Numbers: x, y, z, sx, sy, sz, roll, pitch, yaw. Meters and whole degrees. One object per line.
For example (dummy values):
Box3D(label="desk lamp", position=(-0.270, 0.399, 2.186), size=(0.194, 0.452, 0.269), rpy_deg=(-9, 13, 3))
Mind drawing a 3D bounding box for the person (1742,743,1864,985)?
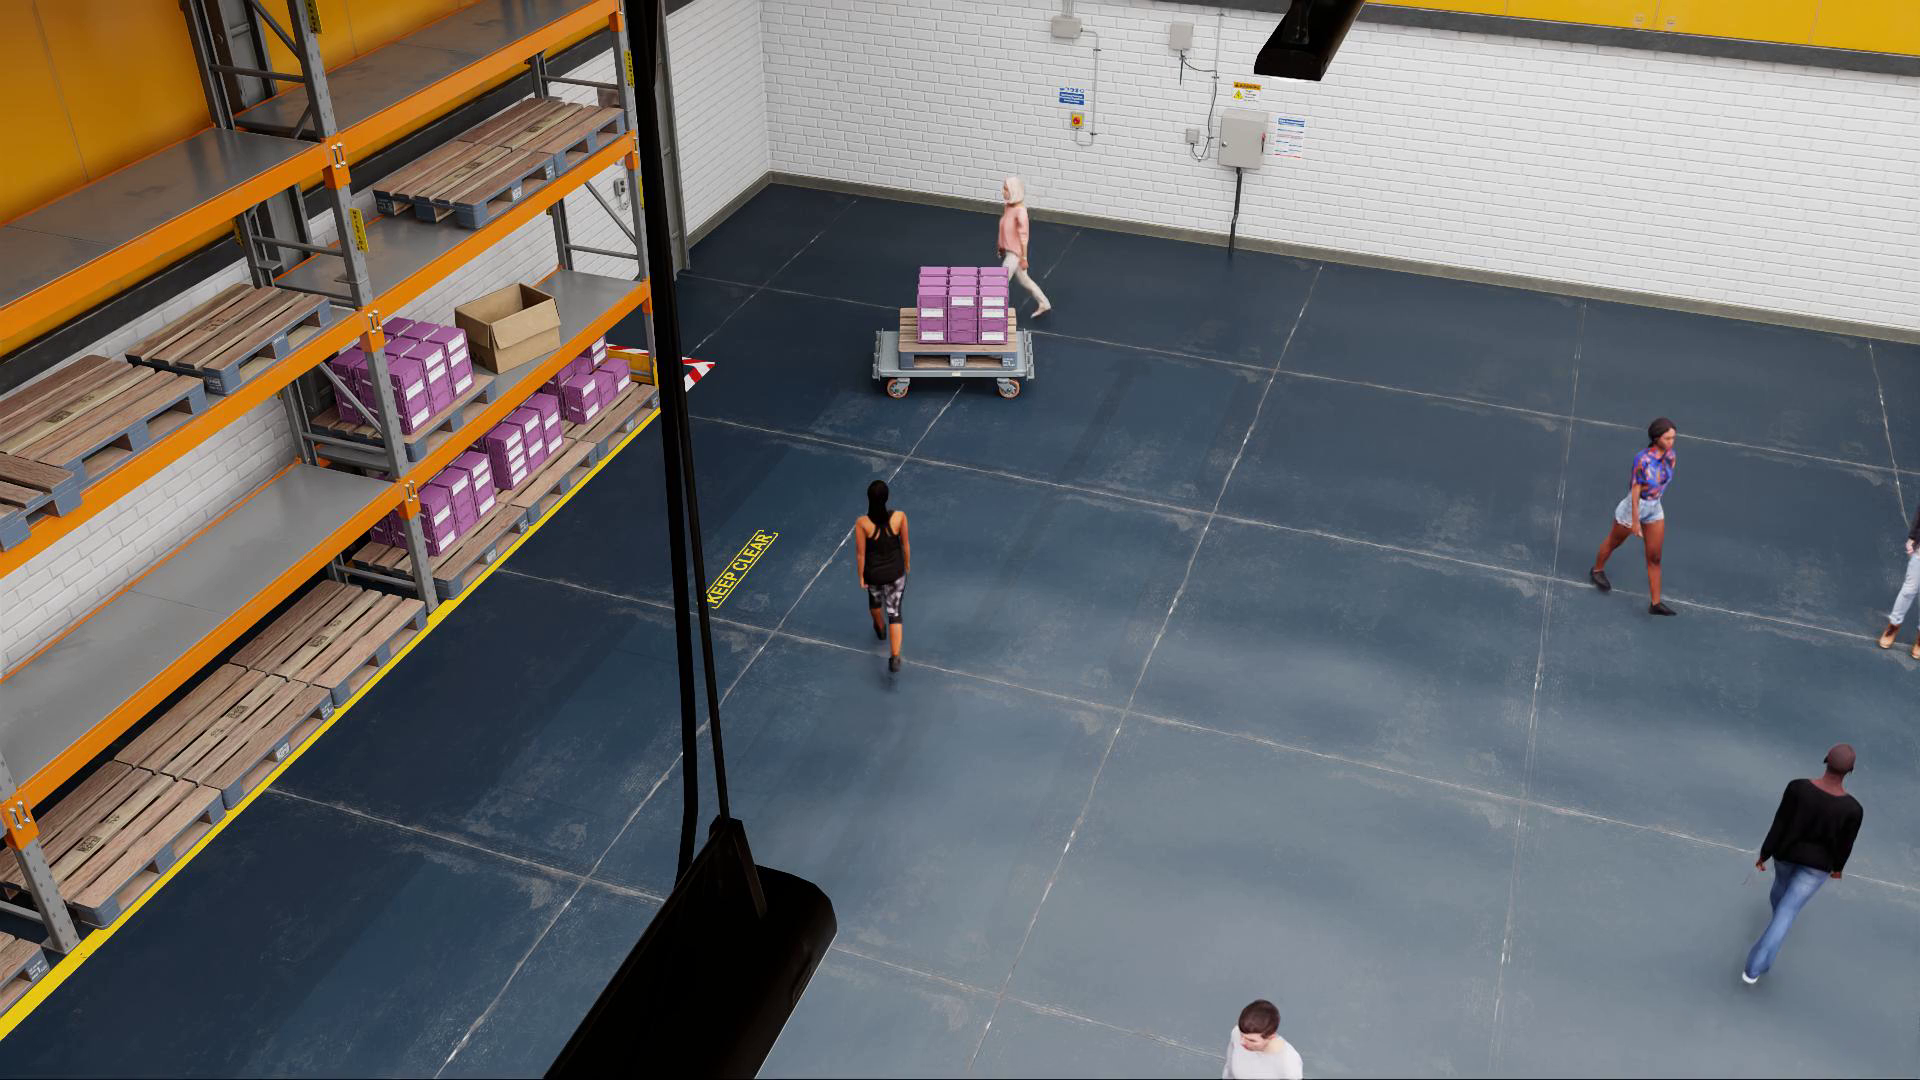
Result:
Box3D(label="person", position=(5.176, 2.032, 10.273), size=(0.876, 1.698, 1.230), rpy_deg=(25, 41, 32))

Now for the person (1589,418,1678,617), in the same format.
Box3D(label="person", position=(5.529, -0.251, 13.709), size=(1.045, 1.696, 1.181), rpy_deg=(-10, 35, -15))

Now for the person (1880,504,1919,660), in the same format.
Box3D(label="person", position=(7.711, 0.088, 13.078), size=(0.685, 1.830, 0.617), rpy_deg=(19, 38, 26))

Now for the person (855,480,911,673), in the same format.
Box3D(label="person", position=(-0.576, 0.285, 12.965), size=(0.933, 1.628, 1.164), rpy_deg=(-5, 34, -7))

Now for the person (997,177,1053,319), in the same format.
Box3D(label="person", position=(0.670, -3.117, 18.032), size=(1.139, 1.683, 1.142), rpy_deg=(-11, 35, -16))

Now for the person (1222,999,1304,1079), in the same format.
Box3D(label="person", position=(1.581, 3.034, 8.643), size=(0.775, 1.833, 0.751), rpy_deg=(-23, 40, -30))
